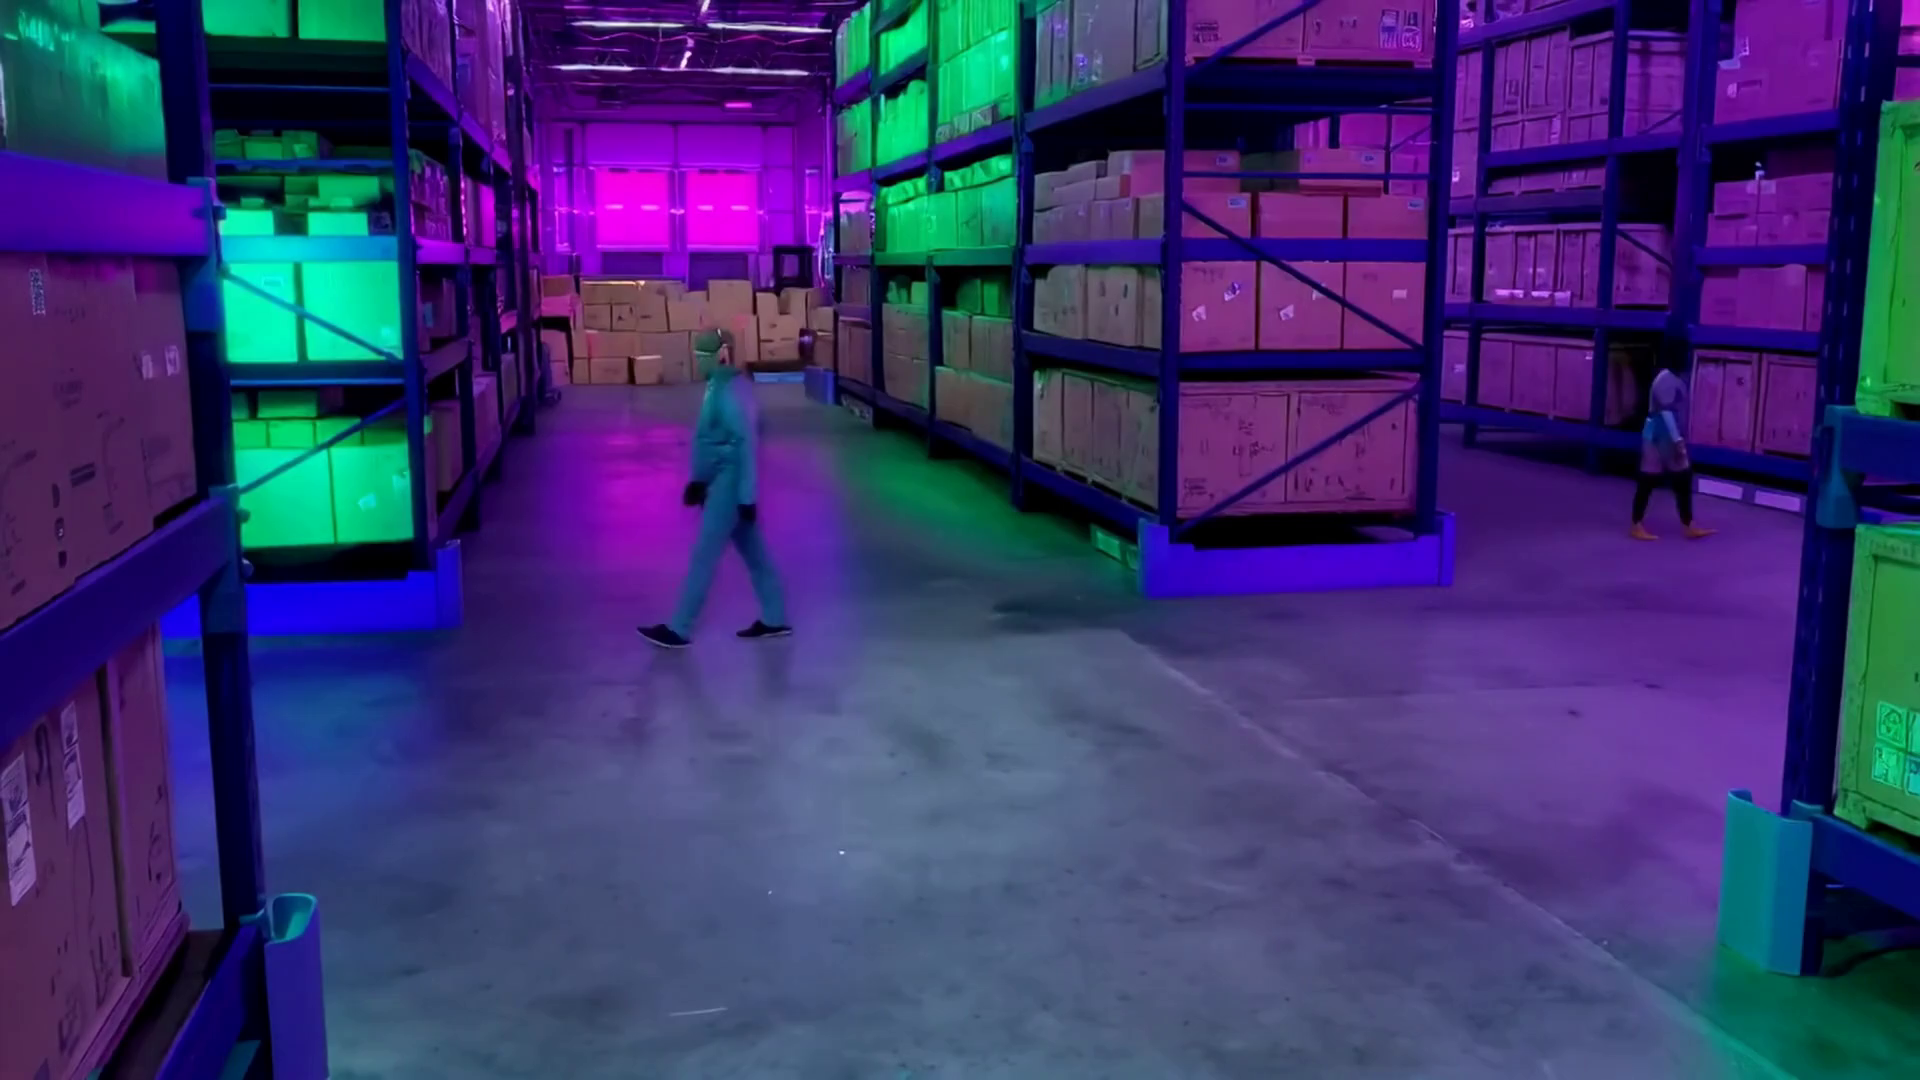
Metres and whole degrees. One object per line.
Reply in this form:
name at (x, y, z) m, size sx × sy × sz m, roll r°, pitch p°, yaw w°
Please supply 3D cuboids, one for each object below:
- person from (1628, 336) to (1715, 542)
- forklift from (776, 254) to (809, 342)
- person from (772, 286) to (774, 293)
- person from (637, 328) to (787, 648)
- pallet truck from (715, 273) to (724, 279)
person at (5.750, -0.788, 13.305) m, size 0.735 × 1.667 × 0.540 m, roll 8°, pitch 12°, yaw 39°
forklift at (-4.821, -7.011, 47.557) m, size 1.129 × 2.768 × 1.873 m, roll -3°, pitch 10°, yaw -15°
person at (-5.705, -7.220, 52.518) m, size 0.873 × 1.644 × 0.554 m, roll 2°, pitch 9°, yaw 9°
person at (-1.463, -0.300, 9.758) m, size 0.957 × 1.864 × 0.667 m, roll -2°, pitch 10°, yaw -11°
pallet truck at (-8.580, -8.986, 62.280) m, size 1.885 × 1.965 × 0.823 m, roll 1°, pitch 9°, yaw 5°
